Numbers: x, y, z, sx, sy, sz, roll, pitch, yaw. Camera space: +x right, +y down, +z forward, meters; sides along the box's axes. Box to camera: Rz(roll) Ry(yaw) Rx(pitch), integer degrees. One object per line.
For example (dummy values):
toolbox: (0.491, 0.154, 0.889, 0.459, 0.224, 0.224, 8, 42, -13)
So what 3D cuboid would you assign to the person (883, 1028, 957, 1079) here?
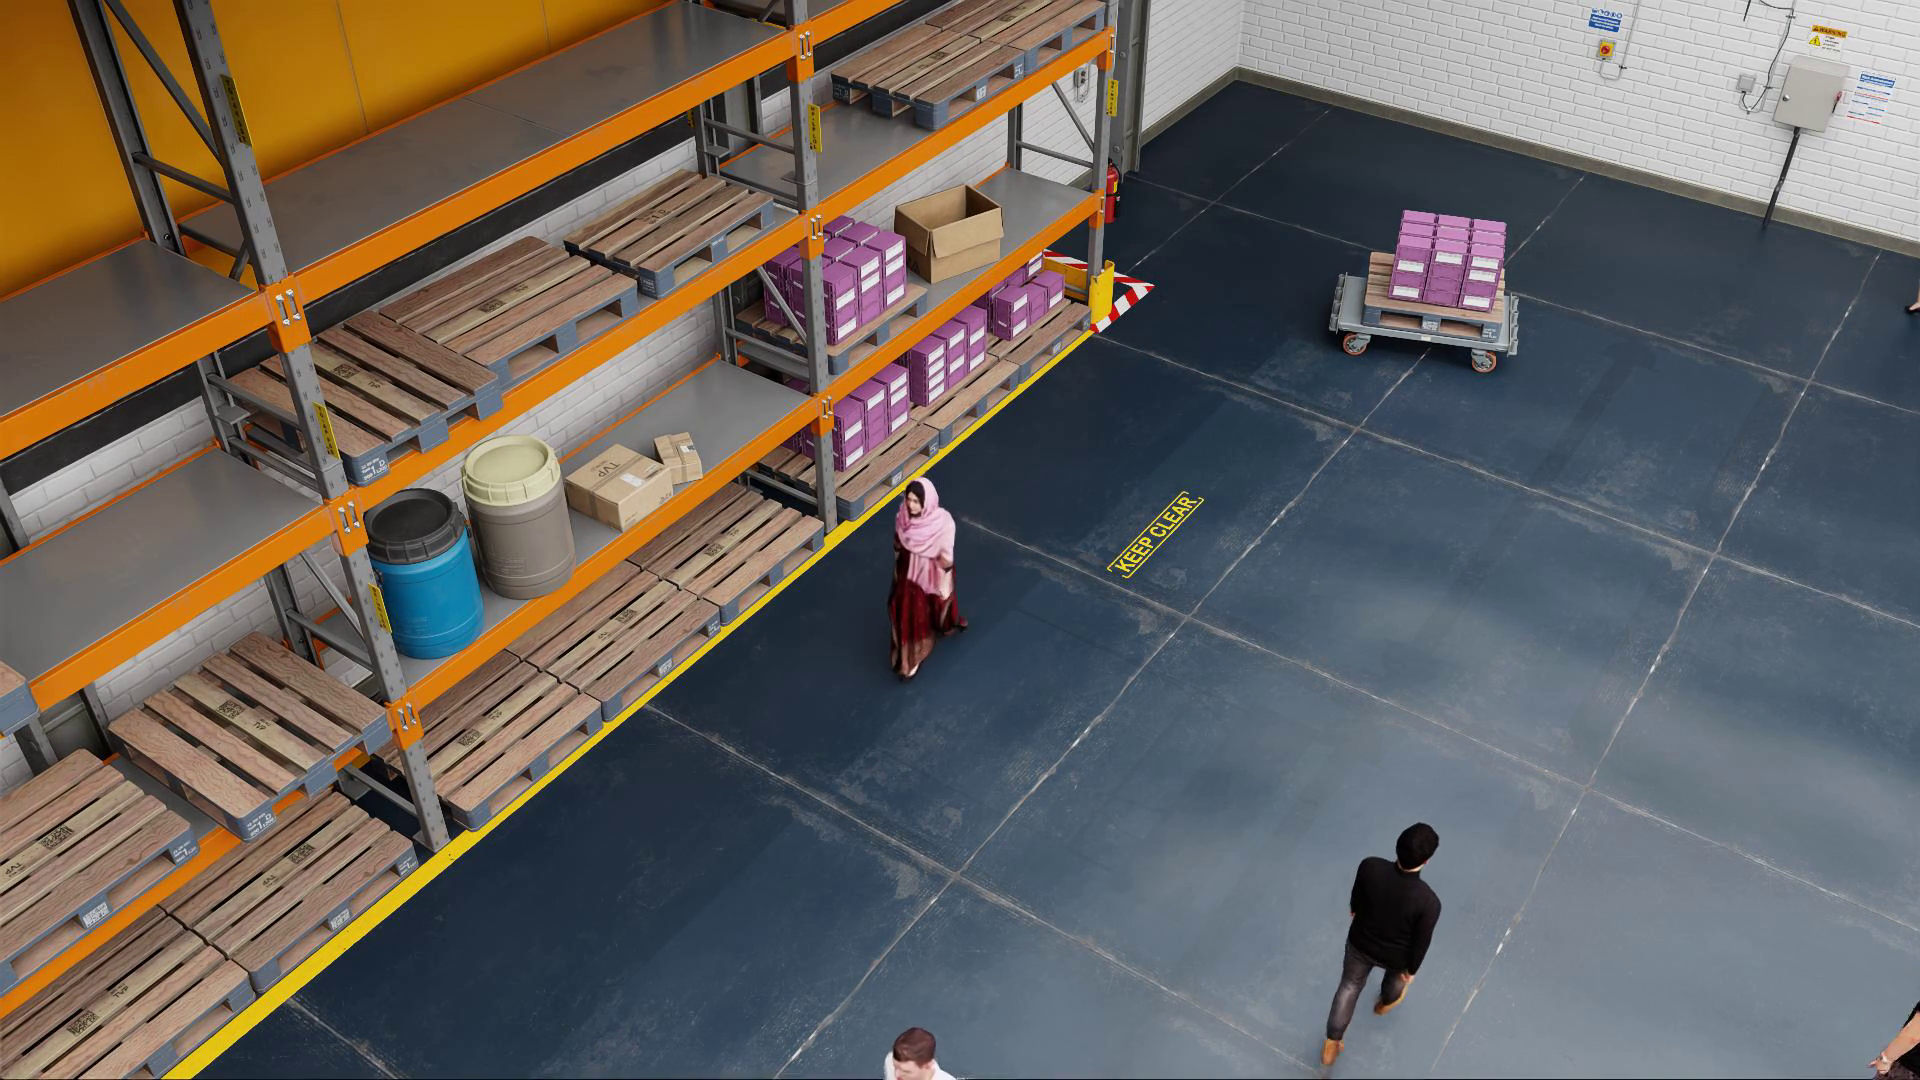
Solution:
person: (-0.113, 2.897, 7.991, 0.693, 1.835, 0.836, 27, 46, 30)

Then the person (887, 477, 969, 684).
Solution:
person: (-0.209, 0.215, 11.524, 0.783, 1.617, 1.004, 14, 41, 17)

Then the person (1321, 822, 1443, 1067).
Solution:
person: (2.247, 2.188, 8.984, 0.643, 1.704, 1.038, 24, 44, 27)
